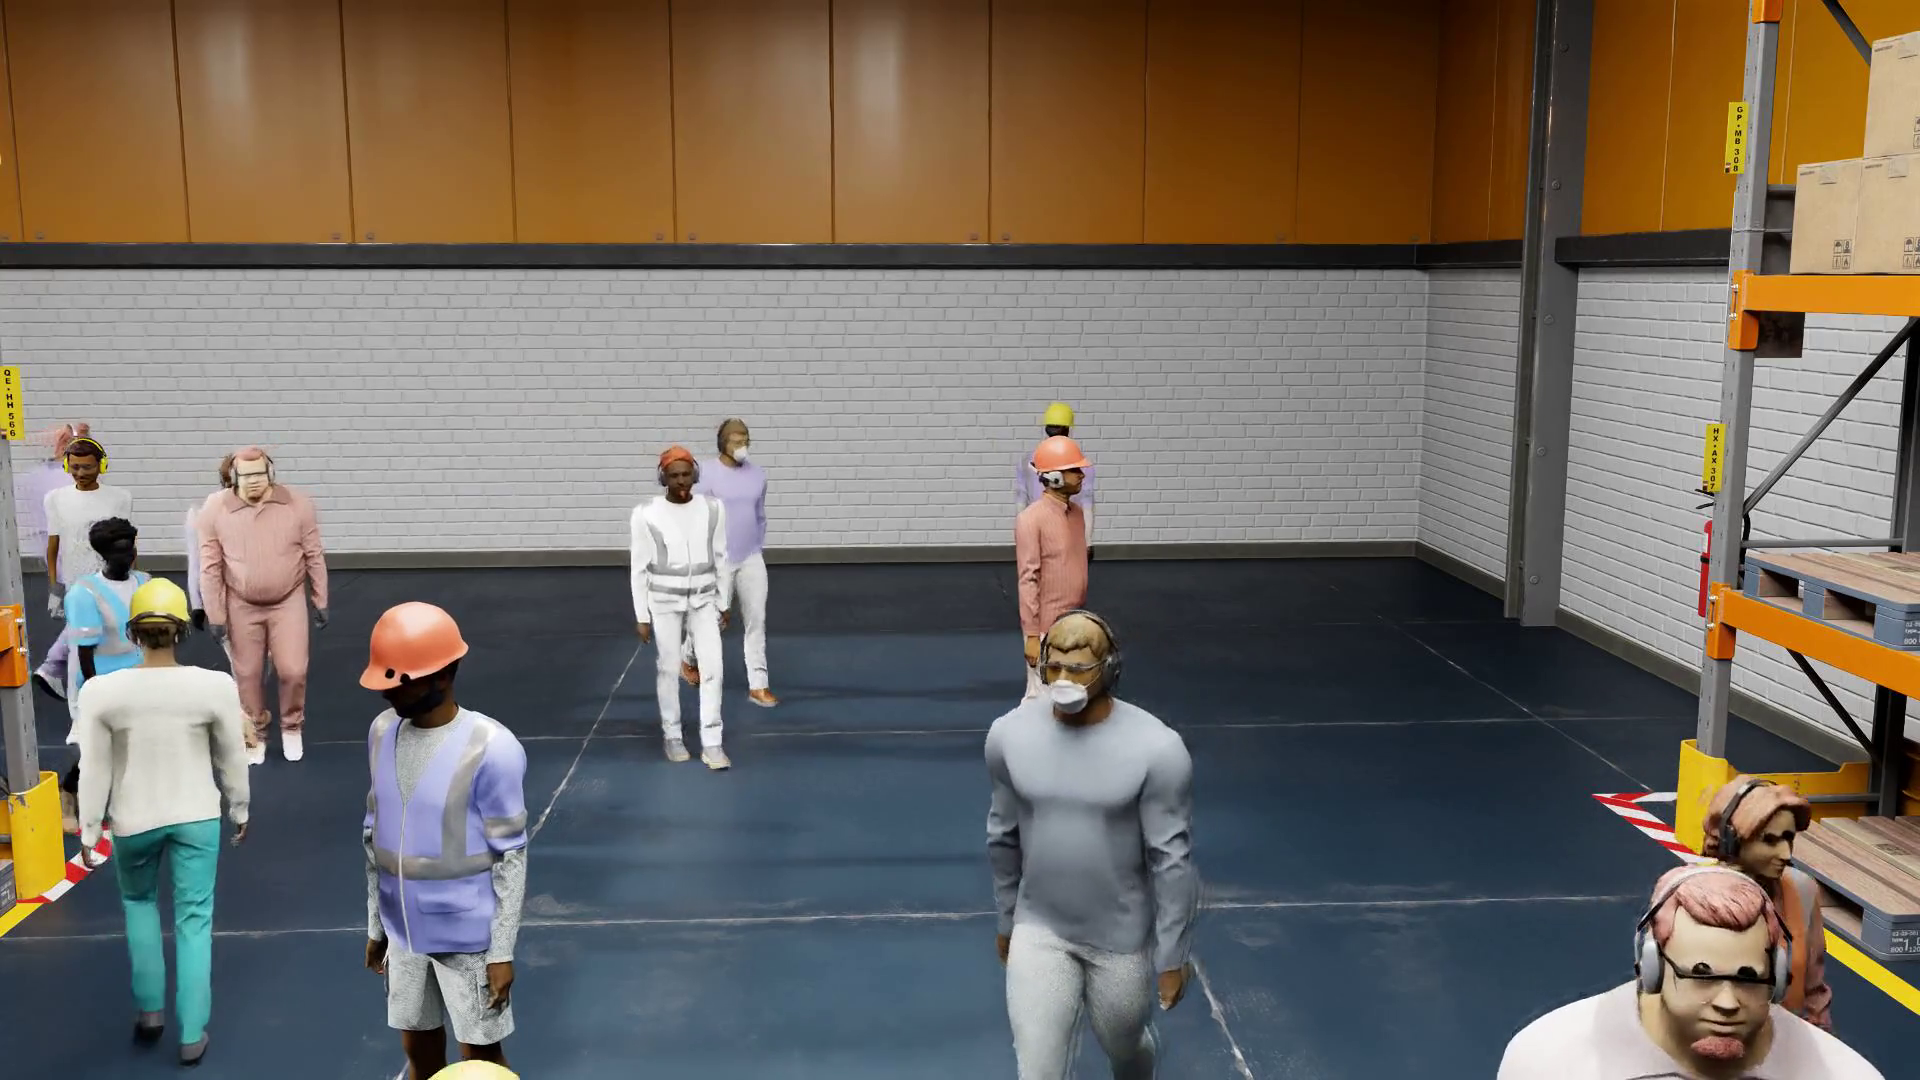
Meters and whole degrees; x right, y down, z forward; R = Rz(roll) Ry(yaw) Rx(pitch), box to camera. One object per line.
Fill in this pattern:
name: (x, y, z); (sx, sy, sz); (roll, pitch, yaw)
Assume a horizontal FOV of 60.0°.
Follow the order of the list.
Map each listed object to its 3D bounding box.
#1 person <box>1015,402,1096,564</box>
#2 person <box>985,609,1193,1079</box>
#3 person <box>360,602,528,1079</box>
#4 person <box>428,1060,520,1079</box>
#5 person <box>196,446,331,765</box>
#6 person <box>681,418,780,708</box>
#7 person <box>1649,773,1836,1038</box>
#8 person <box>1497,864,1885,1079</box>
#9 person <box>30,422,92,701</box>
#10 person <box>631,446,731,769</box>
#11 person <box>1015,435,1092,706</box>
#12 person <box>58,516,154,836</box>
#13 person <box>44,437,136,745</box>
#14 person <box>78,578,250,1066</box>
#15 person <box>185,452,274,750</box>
person: (0.700, -0.036, 12.049); (0.593, 1.924, 0.385); (3, 10, 18)
person: (0.381, 1.117, 4.896); (0.637, 1.902, 1.002); (3, 10, 20)
person: (-1.503, 1.120, 4.781); (0.542, 1.928, 0.374); (4, 10, 24)
person: (-0.658, 1.603, 2.432); (0.488, 1.713, 0.848); (-3, 10, -20)
person: (-4.005, 0.382, 9.603); (0.694, 1.876, 0.507); (-4, 10, -22)
person: (-1.560, 0.127, 11.092); (0.633, 1.912, 0.900); (-8, 12, -41)
person: (1.941, 1.380, 4.115); (0.518, 1.625, 0.454); (-5, 10, -29)
person: (1.235, 1.443, 2.891); (0.642, 1.892, 0.544); (3, 10, 18)
person: (-5.731, 0.177, 10.808); (0.671, 1.891, 0.473); (7, 11, 36)
person: (-1.558, 0.401, 9.517); (0.610, 1.853, 0.772); (-4, 10, -26)
person: (0.504, 0.441, 8.823); (0.369, 1.996, 0.622); (5, 10, 30)
person: (-4.213, 0.696, 8.227); (0.667, 1.670, 0.543); (4, 10, 22)
person: (-5.261, 0.303, 10.114); (0.521, 1.865, 0.328); (-5, 10, -28)
person: (-2.883, 1.002, 6.062); (0.560, 1.743, 0.593); (-4, 10, -22)
person: (-4.326, 0.367, 10.021); (0.647, 1.783, 0.999); (-1, 9, -7)
